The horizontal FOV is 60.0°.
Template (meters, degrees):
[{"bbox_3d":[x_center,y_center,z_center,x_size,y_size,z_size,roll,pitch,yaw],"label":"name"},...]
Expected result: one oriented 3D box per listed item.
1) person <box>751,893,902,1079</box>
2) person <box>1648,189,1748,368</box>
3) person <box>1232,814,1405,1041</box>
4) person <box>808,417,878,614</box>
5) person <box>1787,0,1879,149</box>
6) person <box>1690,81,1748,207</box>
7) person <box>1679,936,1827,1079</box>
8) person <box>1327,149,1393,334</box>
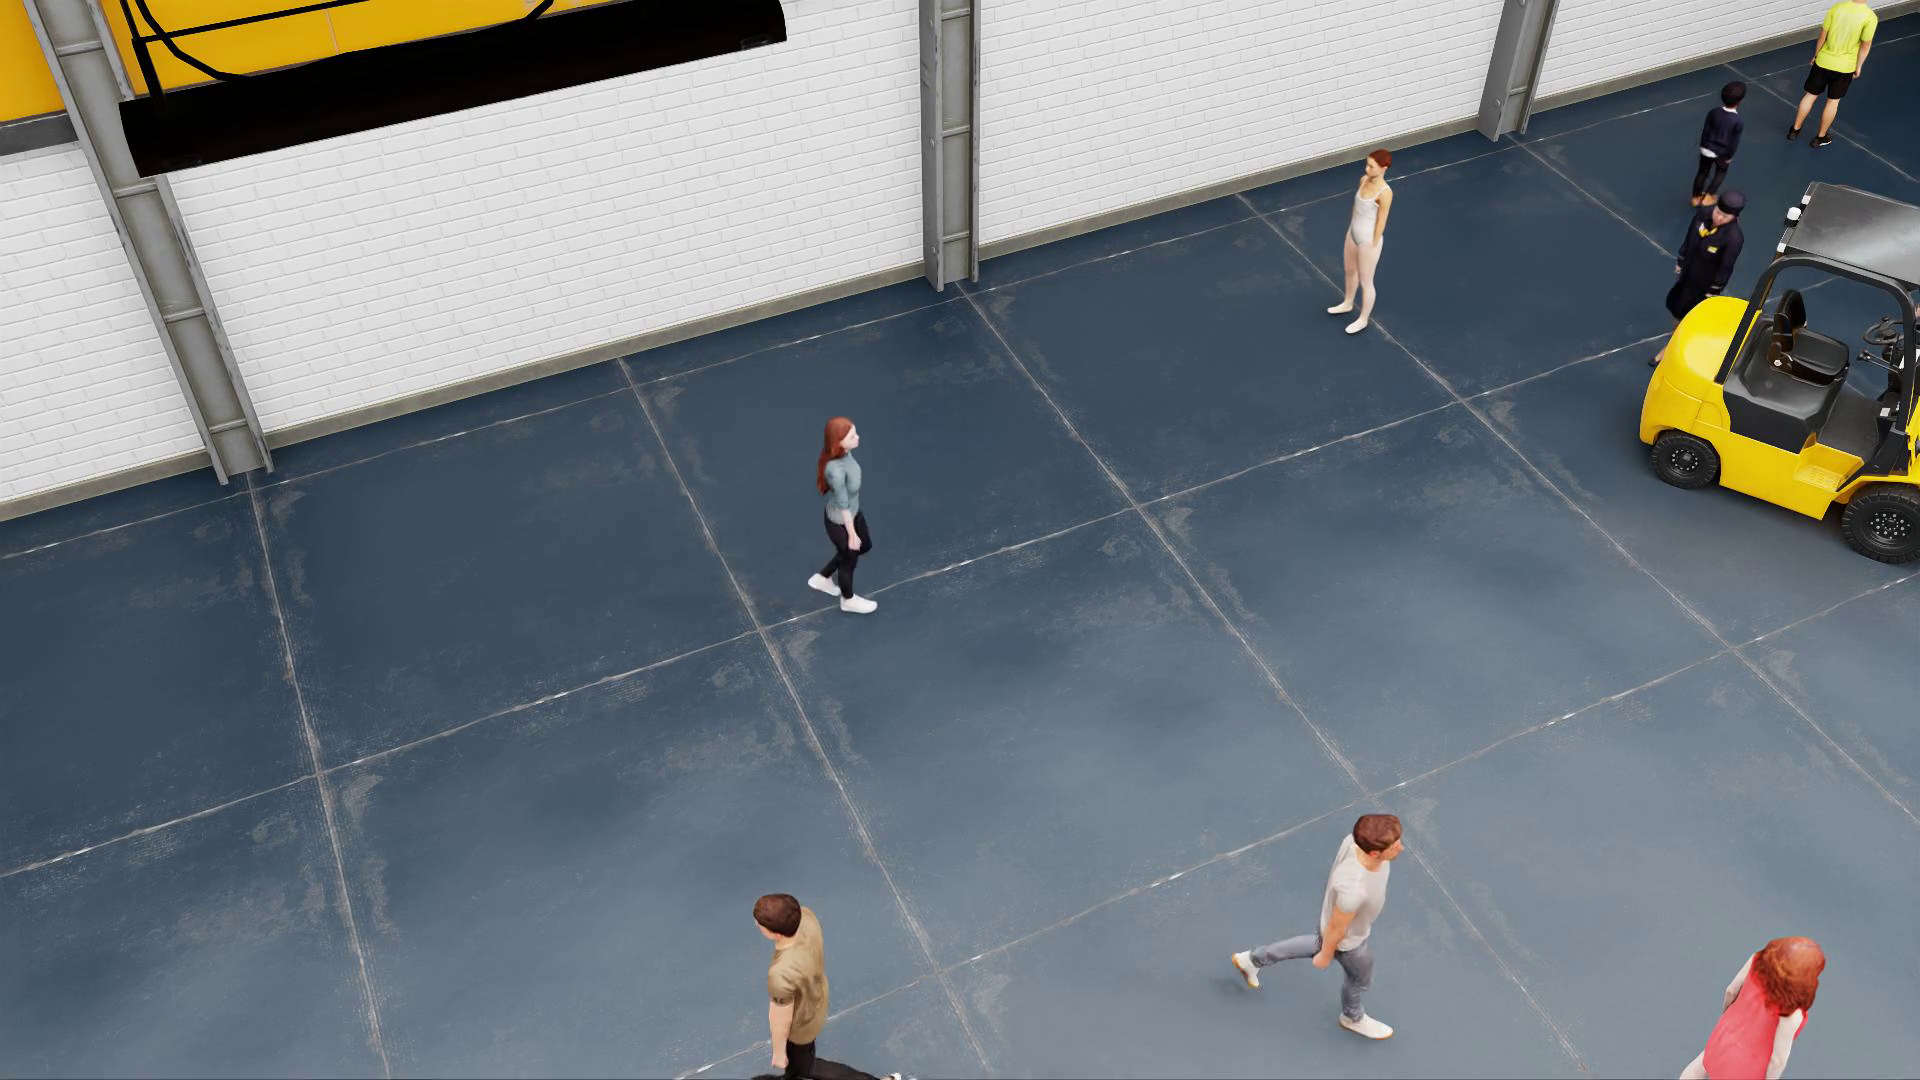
[{"bbox_3d":[-0.715,2.388,8.398,1.208,1.825,1.053,5,44,6],"label":"person"},{"bbox_3d":[5.938,-2.066,13.202,0.872,1.647,0.739,-11,45,-12],"label":"person"},{"bbox_3d":[1.946,1.998,8.778,1.233,1.865,1.144,12,45,12],"label":"person"},{"bbox_3d":[-0.848,-0.129,11.107,0.831,1.732,0.751,2,44,3],"label":"person"},{"bbox_3d":[8.323,-4.555,15.770,0.692,1.708,0.671,32,52,29],"label":"person"},{"bbox_3d":[6.849,-3.559,15.080,0.592,1.218,0.573,-31,51,-28],"label":"person"},{"bbox_3d":[3.878,2.522,8.255,0.594,1.828,0.642,-6,44,-7],"label":"person"},{"bbox_3d":[3.327,-2.473,13.633,0.457,1.643,0.543,-17,46,-17],"label":"person"}]
